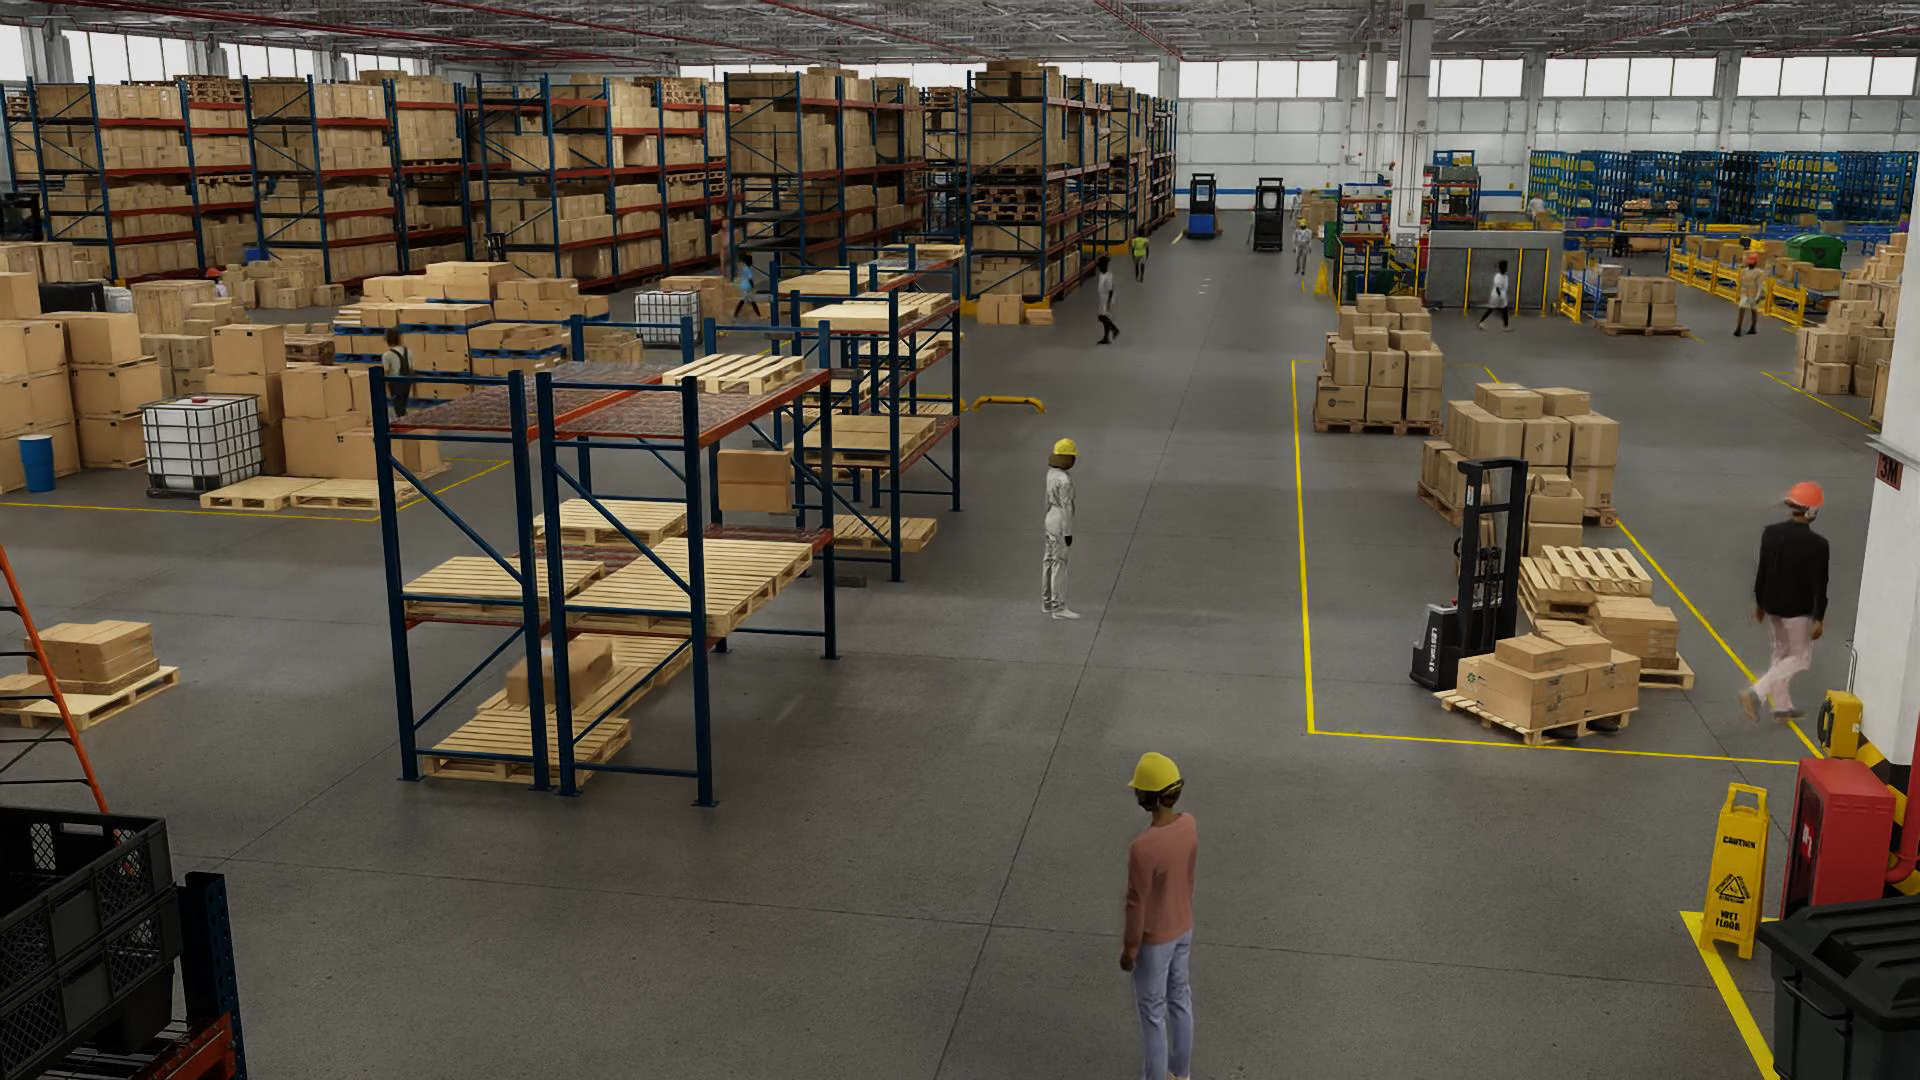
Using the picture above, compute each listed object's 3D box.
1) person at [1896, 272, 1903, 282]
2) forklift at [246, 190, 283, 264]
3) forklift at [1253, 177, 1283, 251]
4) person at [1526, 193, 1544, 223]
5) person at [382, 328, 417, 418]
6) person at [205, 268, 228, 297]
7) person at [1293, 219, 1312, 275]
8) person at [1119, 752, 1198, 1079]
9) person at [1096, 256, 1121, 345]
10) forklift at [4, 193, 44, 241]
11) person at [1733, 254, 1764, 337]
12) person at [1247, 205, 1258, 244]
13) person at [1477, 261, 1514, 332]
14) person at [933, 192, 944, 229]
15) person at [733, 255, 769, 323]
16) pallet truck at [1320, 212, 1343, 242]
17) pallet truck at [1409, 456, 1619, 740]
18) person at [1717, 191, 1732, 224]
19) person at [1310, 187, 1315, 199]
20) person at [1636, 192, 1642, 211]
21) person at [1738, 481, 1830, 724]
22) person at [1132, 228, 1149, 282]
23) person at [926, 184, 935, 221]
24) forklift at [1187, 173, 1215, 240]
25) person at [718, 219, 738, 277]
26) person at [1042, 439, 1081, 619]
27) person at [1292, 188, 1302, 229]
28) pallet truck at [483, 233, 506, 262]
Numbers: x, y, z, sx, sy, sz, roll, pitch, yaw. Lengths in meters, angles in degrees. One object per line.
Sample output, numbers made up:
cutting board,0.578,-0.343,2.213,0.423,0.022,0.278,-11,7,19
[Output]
person,20.410,-5.088,35.589,0.684,2.000,0.538,2,14,8
forklift,-20.861,-9.322,51.049,1.873,2.768,1.129,-1,14,-4
forklift,12.083,-12.747,64.956,1.129,2.768,1.873,3,14,10
person,26.148,-14.829,75.543,0.654,1.851,1.031,-3,14,-10
person,-8.231,-2.175,24.230,0.795,1.809,0.535,7,16,28
person,-14.896,-4.493,33.387,0.374,1.935,0.552,0,14,2
person,11.111,-9.498,53.964,0.605,1.812,0.591,4,14,15
person,0.935,1.862,7.956,0.335,1.761,0.521,10,17,36
person,3.264,-5.255,36.467,0.568,1.942,0.637,-5,15,-18
forklift,-27.497,-8.838,49.086,1.129,2.768,1.873,3,14,10
person,18.082,-5.607,38.049,0.551,1.877,1.044,13,19,43
person,12.187,-13.065,68.886,0.506,1.598,0.796,12,18,39
person,12.530,-5.698,38.835,0.525,1.663,0.849,-13,19,-43
person,-1.013,-15.810,79.352,0.560,1.927,0.521,3,14,11
person,-5.173,-6.129,40.638,0.896,1.636,0.544,-1,14,-4
pallet truck,15.874,-13.227,70.310,0.680,1.201,1.601,10,17,35
pallet truck,4.504,0.400,13.395,0.823,1.965,1.885,-6,15,-23
person,36.899,-15.871,79.874,1.000,1.790,0.576,3,14,11
person,18.329,-17.447,86.396,0.555,1.728,0.497,2,14,10
person,33.342,-16.431,81.756,0.386,1.998,0.616,11,17,37
person,6.423,0.517,12.964,0.689,1.973,0.632,-5,15,-19
person,5.580,-8.832,51.542,0.535,1.676,0.599,1,14,4
person,-1.549,-17.545,86.442,0.399,1.907,0.644,-9,17,-33
forklift,10.408,-14.356,71.489,1.129,2.768,1.873,2,14,10
person,-7.362,-9.228,52.737,0.650,1.878,0.811,4,14,15
person,0.982,-0.117,16.027,0.314,1.740,0.486,-4,14,-16
person,16.129,-15.867,79.541,0.614,1.946,0.390,-8,16,-29
pallet truck,-11.832,-7.026,43.548,1.885,1.965,0.823,8,16,28
